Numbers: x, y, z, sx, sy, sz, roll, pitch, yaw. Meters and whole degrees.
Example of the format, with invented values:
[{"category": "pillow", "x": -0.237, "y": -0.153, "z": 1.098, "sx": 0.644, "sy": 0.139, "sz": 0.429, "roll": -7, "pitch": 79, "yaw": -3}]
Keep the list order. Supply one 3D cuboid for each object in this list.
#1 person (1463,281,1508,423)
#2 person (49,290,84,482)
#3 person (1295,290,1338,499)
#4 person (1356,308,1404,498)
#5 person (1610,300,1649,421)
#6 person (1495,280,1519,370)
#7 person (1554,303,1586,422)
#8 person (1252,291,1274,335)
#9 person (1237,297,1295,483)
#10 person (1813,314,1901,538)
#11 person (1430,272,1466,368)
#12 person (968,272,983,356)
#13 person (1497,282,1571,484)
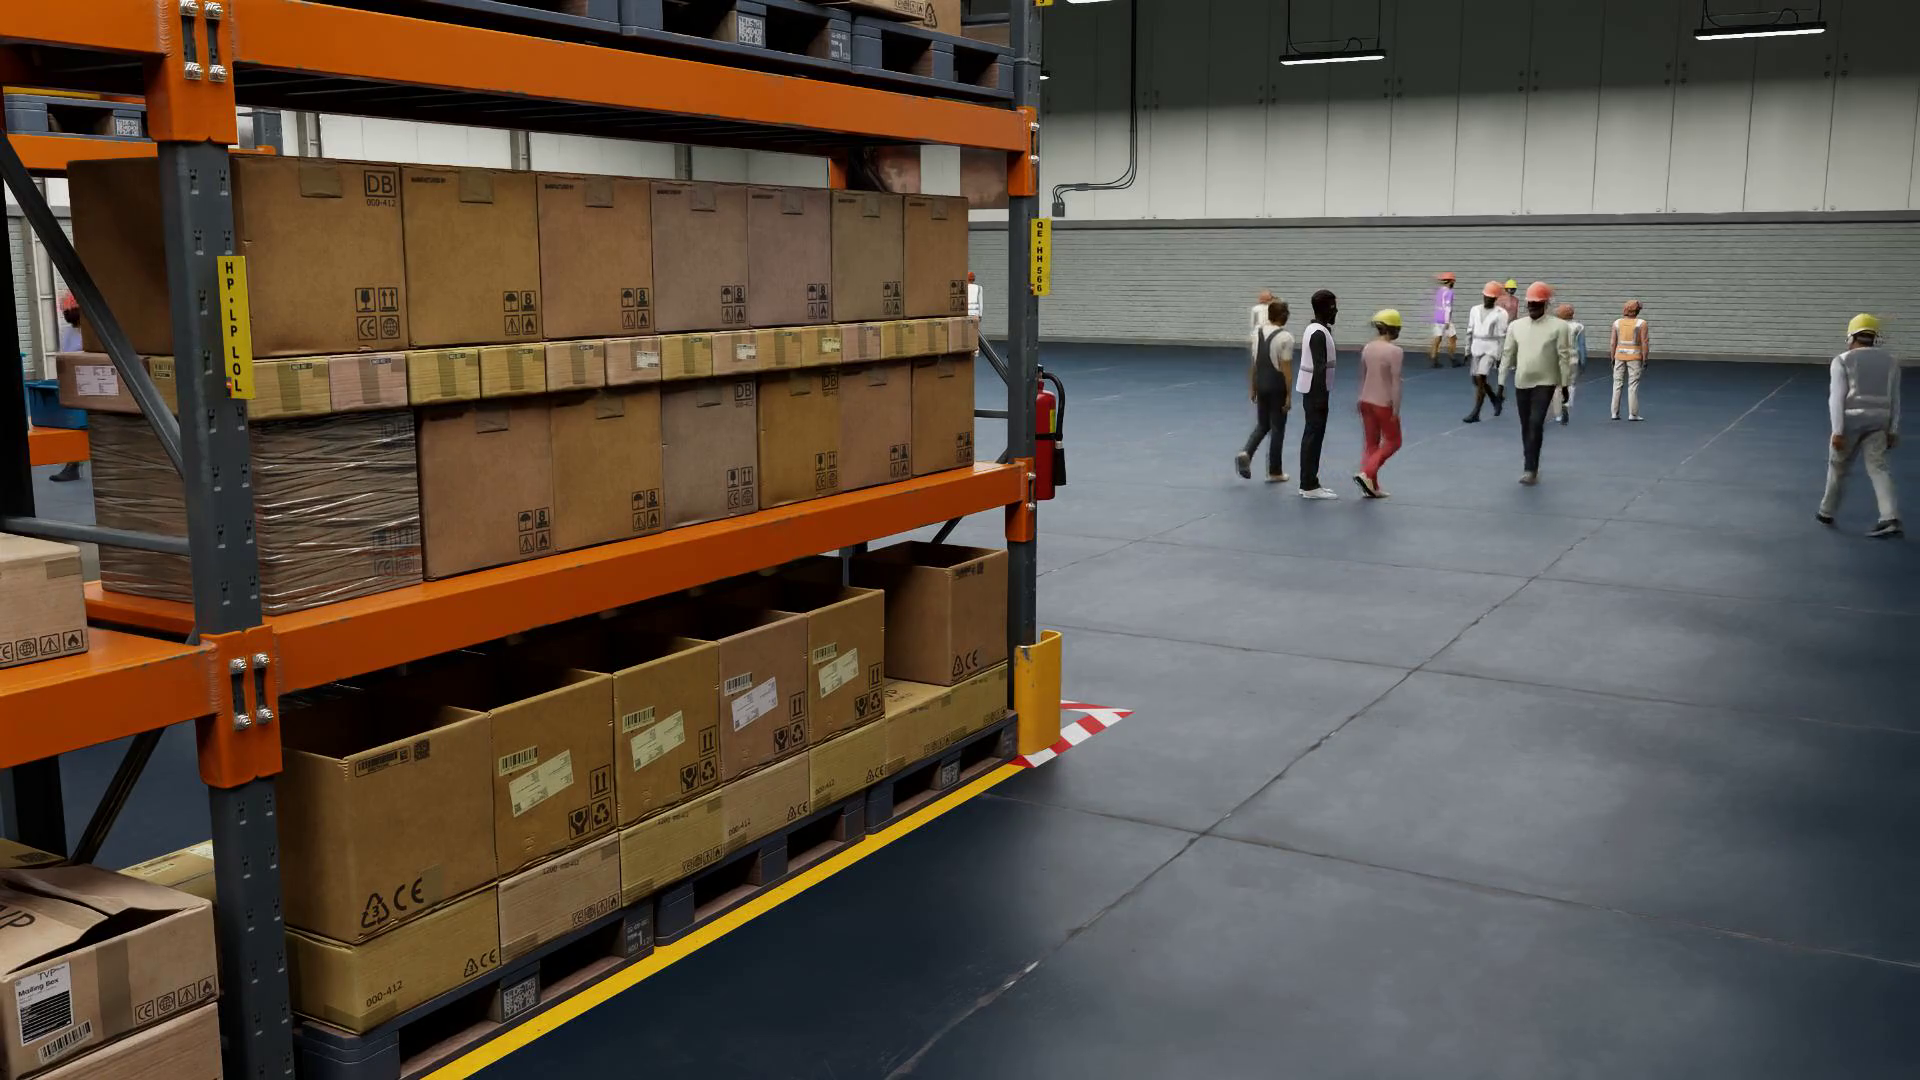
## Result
[{"category": "person", "x": 7.110, "y": -2.531, "z": 22.362, "sx": 0.769, "sy": 1.906, "sz": 0.578, "roll": -7, "pitch": 12, "yaw": -37}, {"category": "person", "x": -8.754, "y": -1.564, "z": 16.740, "sx": 0.539, "sy": 1.904, "sz": 0.982, "roll": 6, "pitch": 11, "yaw": 30}, {"category": "person", "x": 3.303, "y": -1.346, "z": 15.378, "sx": 0.391, "sy": 1.920, "sz": 0.593, "roll": 1, "pitch": 10, "yaw": 6}, {"category": "person", "x": 3.828, "y": -1.235, "z": 15.200, "sx": 0.451, "sy": 1.752, "sz": 0.536, "roll": -5, "pitch": 11, "yaw": -28}, {"category": "person", "x": 9.073, "y": -2.433, "z": 22.560, "sx": 0.311, "sy": 1.638, "sz": 0.521, "roll": -9, "pitch": 13, "yaw": -41}, {"category": "person", "x": 10.760, "y": -4.219, "z": 32.643, "sx": 0.526, "sy": 1.769, "sz": 0.330, "roll": -5, "pitch": 11, "yaw": -29}, {"category": "person", "x": 8.046, "y": -2.347, "z": 22.136, "sx": 0.513, "sy": 1.615, "sz": 0.665, "roll": 4, "pitch": 10, "yaw": 20}, {"category": "person", "x": 5.466, "y": -3.658, "z": 29.861, "sx": 0.512, "sy": 1.594, "sz": 0.864, "roll": 4, "pitch": 11, "yaw": 23}, {"category": "person", "x": 3.009, "y": -1.447, "z": 16.232, "sx": 0.588, "sy": 1.833, "sz": 0.539, "roll": -8, "pitch": 13, "yaw": -40}, {"category": "person", "x": 7.269, "y": -0.921, "z": 13.345, "sx": 0.599, "sy": 1.777, "sz": 0.987, "roll": 0, "pitch": 10, "yaw": -1}, {"category": "person", "x": 9.760, "y": -4.373, "z": 33.152, "sx": 0.863, "sy": 1.896, "sz": 0.574, "roll": -2, "pitch": 10, "yaw": -9}, {"category": "person", "x": 0.230, "y": -5.008, "z": 36.930, "sx": 0.575, "sy": 1.880, "sz": 0.355, "roll": -4, "pitch": 10, "yaw": -21}, {"category": "person", "x": 5.557, "y": -1.518, "z": 16.252, "sx": 0.672, "sy": 1.960, "sz": 0.824, "roll": 8, "pitch": 13, "yaw": 40}]
